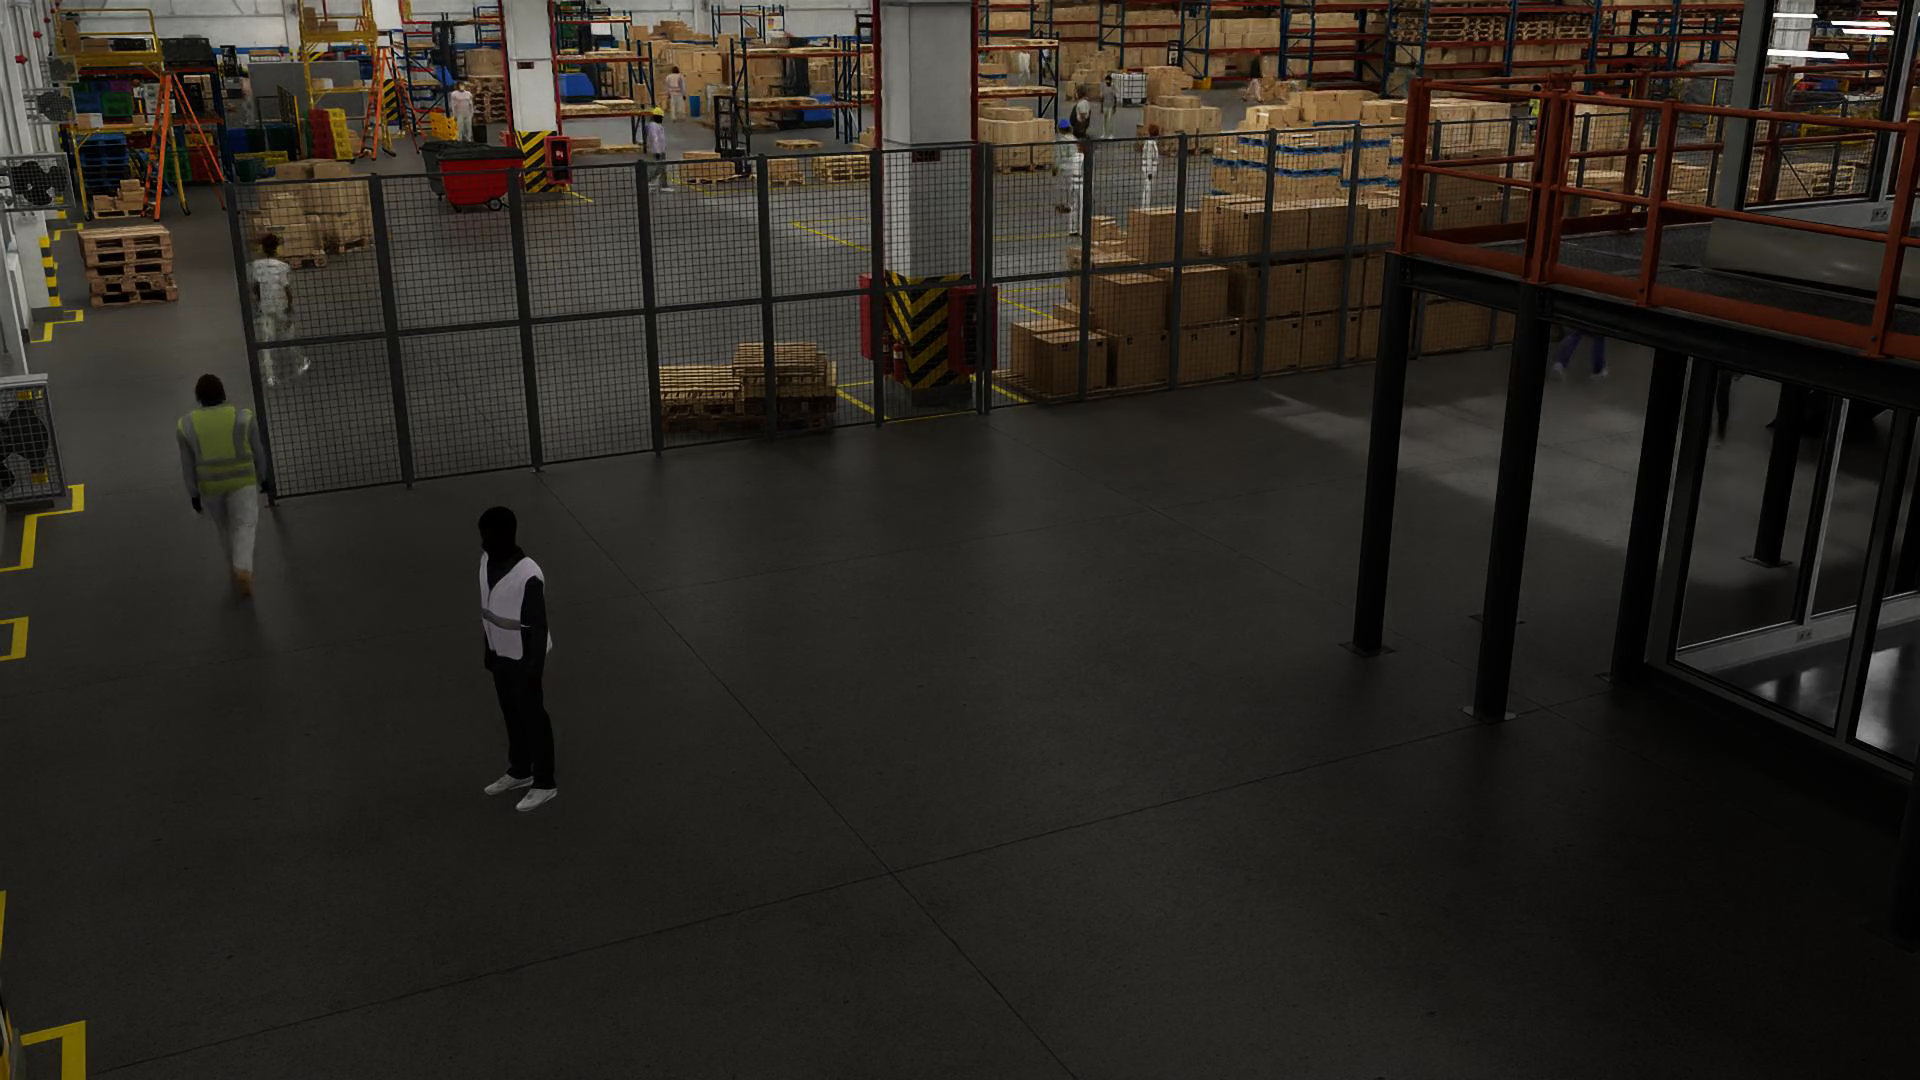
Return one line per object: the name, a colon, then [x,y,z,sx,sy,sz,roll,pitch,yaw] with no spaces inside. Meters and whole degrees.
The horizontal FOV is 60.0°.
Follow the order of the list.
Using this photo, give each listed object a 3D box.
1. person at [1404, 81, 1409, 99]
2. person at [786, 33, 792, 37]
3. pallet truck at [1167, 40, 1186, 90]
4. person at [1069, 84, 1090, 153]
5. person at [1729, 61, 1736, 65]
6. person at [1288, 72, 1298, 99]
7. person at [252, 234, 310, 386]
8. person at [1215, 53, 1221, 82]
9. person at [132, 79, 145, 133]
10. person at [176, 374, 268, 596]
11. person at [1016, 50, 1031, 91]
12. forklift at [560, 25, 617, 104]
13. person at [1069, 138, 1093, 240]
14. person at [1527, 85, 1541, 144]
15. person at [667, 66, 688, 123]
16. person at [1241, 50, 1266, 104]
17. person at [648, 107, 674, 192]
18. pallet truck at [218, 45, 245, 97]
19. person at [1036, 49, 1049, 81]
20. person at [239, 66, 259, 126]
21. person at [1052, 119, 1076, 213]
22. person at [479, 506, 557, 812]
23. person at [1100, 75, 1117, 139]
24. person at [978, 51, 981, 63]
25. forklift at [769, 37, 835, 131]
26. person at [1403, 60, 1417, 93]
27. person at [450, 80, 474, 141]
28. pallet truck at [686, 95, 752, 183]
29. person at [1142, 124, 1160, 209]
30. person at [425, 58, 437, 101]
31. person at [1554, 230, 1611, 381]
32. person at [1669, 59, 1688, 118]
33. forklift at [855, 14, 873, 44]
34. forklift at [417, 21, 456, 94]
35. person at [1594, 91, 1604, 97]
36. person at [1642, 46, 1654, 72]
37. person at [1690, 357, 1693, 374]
person: [12.897,-12.191,47.469,0.622,1.921,1.009,-9,21,-24]
person: [-8.451,-23.513,80.324,0.794,1.892,0.613,-16,25,-38]
pallet truck: [9.045,-19.971,69.895,0.823,1.965,1.885,-3,19,-8]
person: [3.121,-10.865,43.434,0.535,2.000,0.703,2,19,6]
person: [26.367,-15.553,57.310,0.986,1.864,0.649,-7,20,-20]
person: [11.021,-14.569,54.802,0.577,1.628,0.517,14,24,36]
person: [-8.452,-2.866,20.584,0.538,1.822,0.991,0,19,0]
person: [11.482,-21.541,74.541,0.551,1.933,0.377,15,24,37]
person: [-25.376,-13.401,51.408,0.515,1.633,0.312,4,20,13]
person: [-6.008,-0.455,13.612,0.621,1.818,0.862,-5,20,-14]
person: [2.604,-19.102,67.555,0.652,1.887,1.040,-16,25,-39]
forklift: [-14.059,-17.891,62.532,1.873,2.768,1.129,-9,21,-25]
person: [2.293,-6.634,31.427,0.354,1.876,0.574,-15,24,-37]
person: [16.640,-12.313,48.165,0.530,1.690,0.319,-15,24,-37]
person: [-9.358,-14.757,55.087,0.672,1.791,0.955,4,19,11]
person: [11.076,-17.449,62.664,1.004,1.950,0.626,10,21,27]
person: [-6.856,-8.876,37.860,0.553,1.907,0.622,3,19,8]
pallet truck: [-28.879,-18.665,66.111,0.823,1.965,1.885,-3,19,-9]
person: [3.724,-21.489,74.840,0.534,1.645,0.902,-9,21,-25]
person: [-22.897,-14.277,53.562,0.607,1.871,0.974,7,20,19]
person: [2.084,-7.805,34.719,0.658,1.929,0.644,10,22,28]
person: [-2.694,0.700,10.099,0.592,1.917,0.392,17,25,40]
person: [4.439,-12.940,49.731,0.512,1.859,0.320,13,23,33]
person: [0.609,-19.875,70.106,0.630,1.677,0.538,6,20,17]
forklift: [-5.009,-14.380,52.354,1.873,2.768,1.129,-9,21,-25]
person: [15.149,-15.253,56.339,0.519,1.924,0.646,6,20,17]
person: [-13.840,-11.821,46.360,0.629,1.940,0.372,-17,25,-41]
pallet truck: [-5.836,-9.608,39.856,0.823,1.965,1.885,10,22,27]
person: [3.914,-7.594,34.186,0.337,1.883,0.584,3,19,9]
person: [-19.989,-17.318,62.714,0.532,1.661,0.857,-1,19,-1]
person: [7.802,-2.903,20.577,0.866,1.893,0.591,-15,24,-37]
person: [24.122,-15.081,55.723,0.911,2.008,0.634,-8,21,-22]
forklift: [-4.411,-23.154,77.788,1.129,2.768,1.873,5,20,13]
forklift: [-21.158,-19.650,67.631,1.129,2.768,1.873,13,23,33]
person: [16.144,-10.413,42.281,0.551,1.934,0.373,-4,19,-12]
person: [28.662,-19.659,69.338,0.306,1.771,0.522,-11,22,-28]
person: [8.017,-1.860,17.656,0.518,1.825,0.482,14,23,35]
